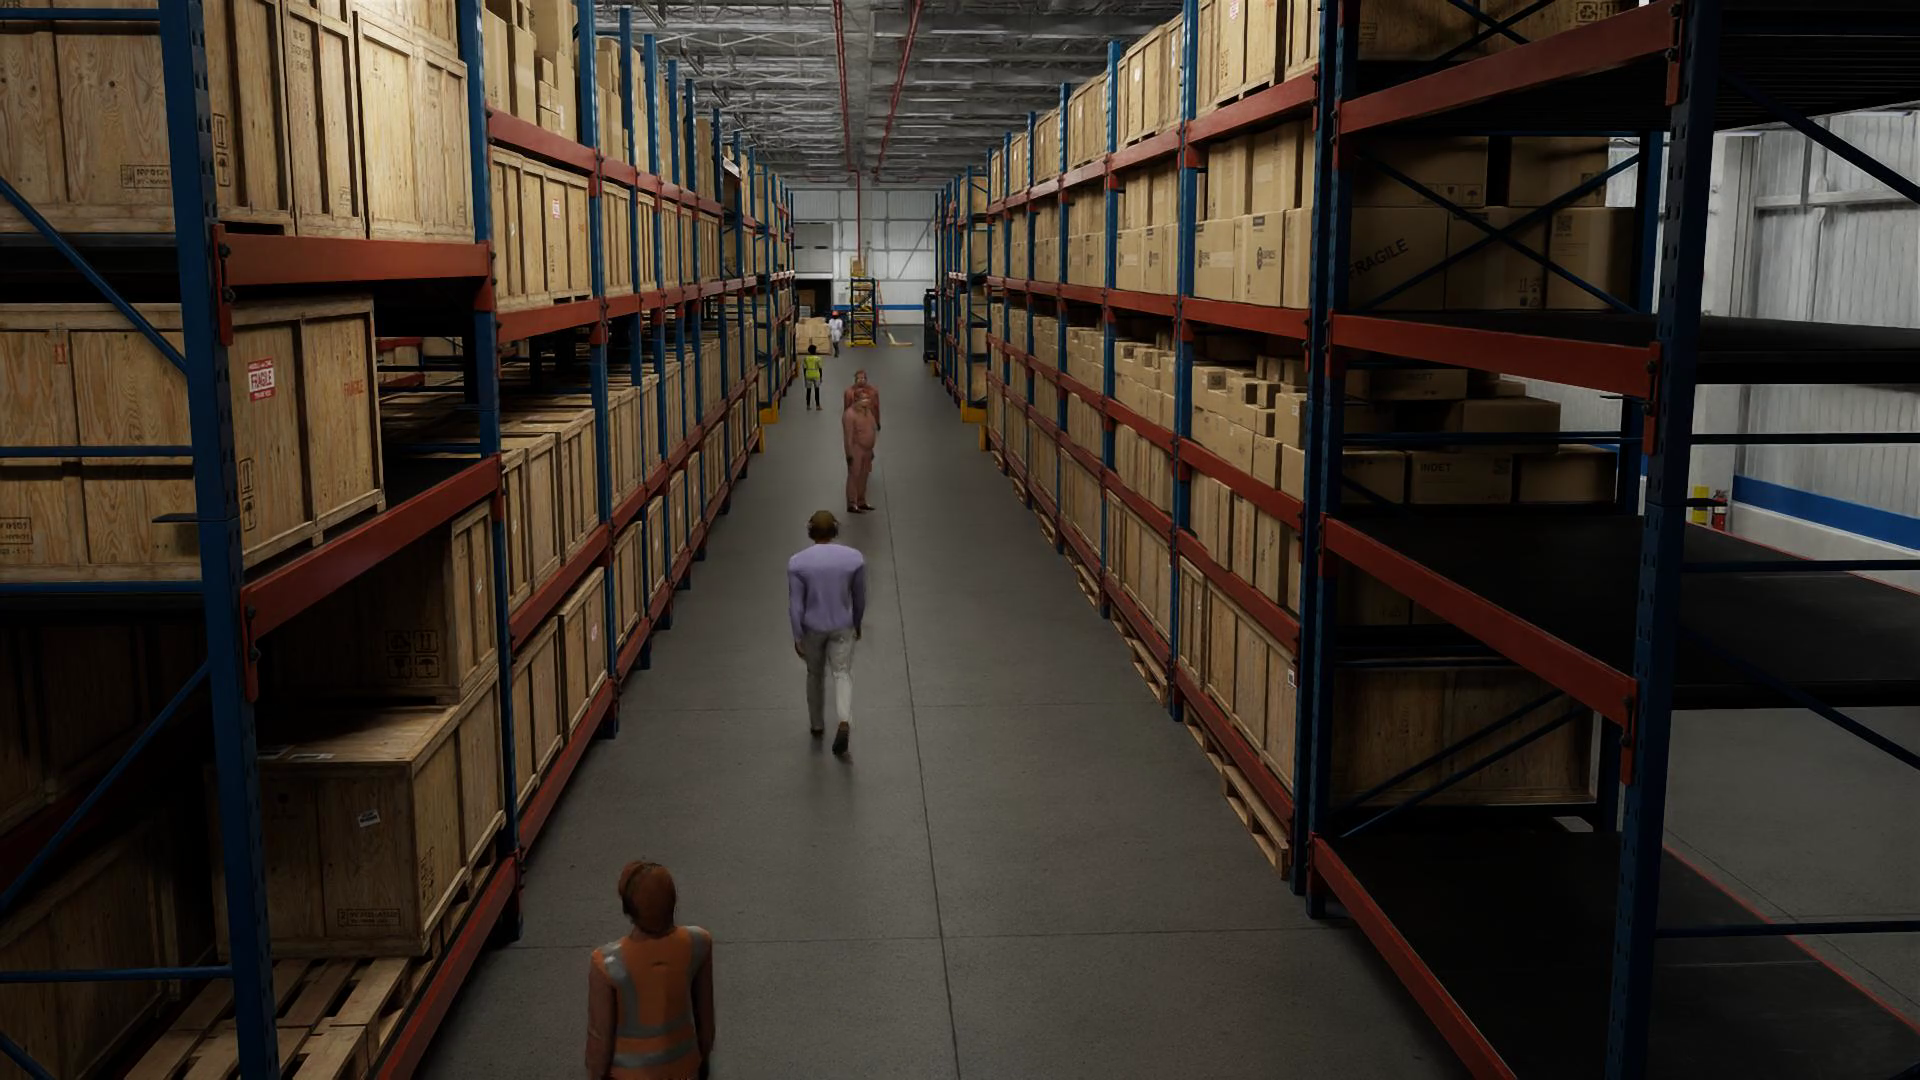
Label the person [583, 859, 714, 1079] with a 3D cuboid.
[{"bbox_3d":[-1.167,2.005,6.230,0.568,1.635,0.342,-7,12,-36],"label":"person"}]

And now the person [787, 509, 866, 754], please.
[{"bbox_3d":[-1.039,0.715,13.124,0.631,1.912,0.867,-1,10,-8],"label":"person"}]

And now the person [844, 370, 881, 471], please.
[{"bbox_3d":[-1.771,-2.142,30.197,0.678,1.891,0.419,-2,10,-12],"label":"person"}]

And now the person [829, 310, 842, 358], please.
[{"bbox_3d":[-4.973,-8.260,66.722,0.553,1.911,0.701,3,10,18],"label":"person"}]

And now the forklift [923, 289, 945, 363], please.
[{"bbox_3d":[-0.832,-8.181,63.338,1.129,2.768,1.873,-1,10,-3],"label":"forklift"}]

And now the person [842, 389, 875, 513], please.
[{"bbox_3d":[-1.529,-1.375,25.593,0.403,1.904,0.652,6,11,33],"label":"person"}]

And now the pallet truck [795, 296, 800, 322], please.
[{"bbox_3d":[-8.622,-12.439,91.403,1.885,1.965,0.823,2,10,13],"label":"pallet truck"}]

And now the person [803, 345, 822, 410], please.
[{"bbox_3d":[-3.815,-4.213,43.156,0.535,1.700,0.318,2,10,14],"label":"person"}]
